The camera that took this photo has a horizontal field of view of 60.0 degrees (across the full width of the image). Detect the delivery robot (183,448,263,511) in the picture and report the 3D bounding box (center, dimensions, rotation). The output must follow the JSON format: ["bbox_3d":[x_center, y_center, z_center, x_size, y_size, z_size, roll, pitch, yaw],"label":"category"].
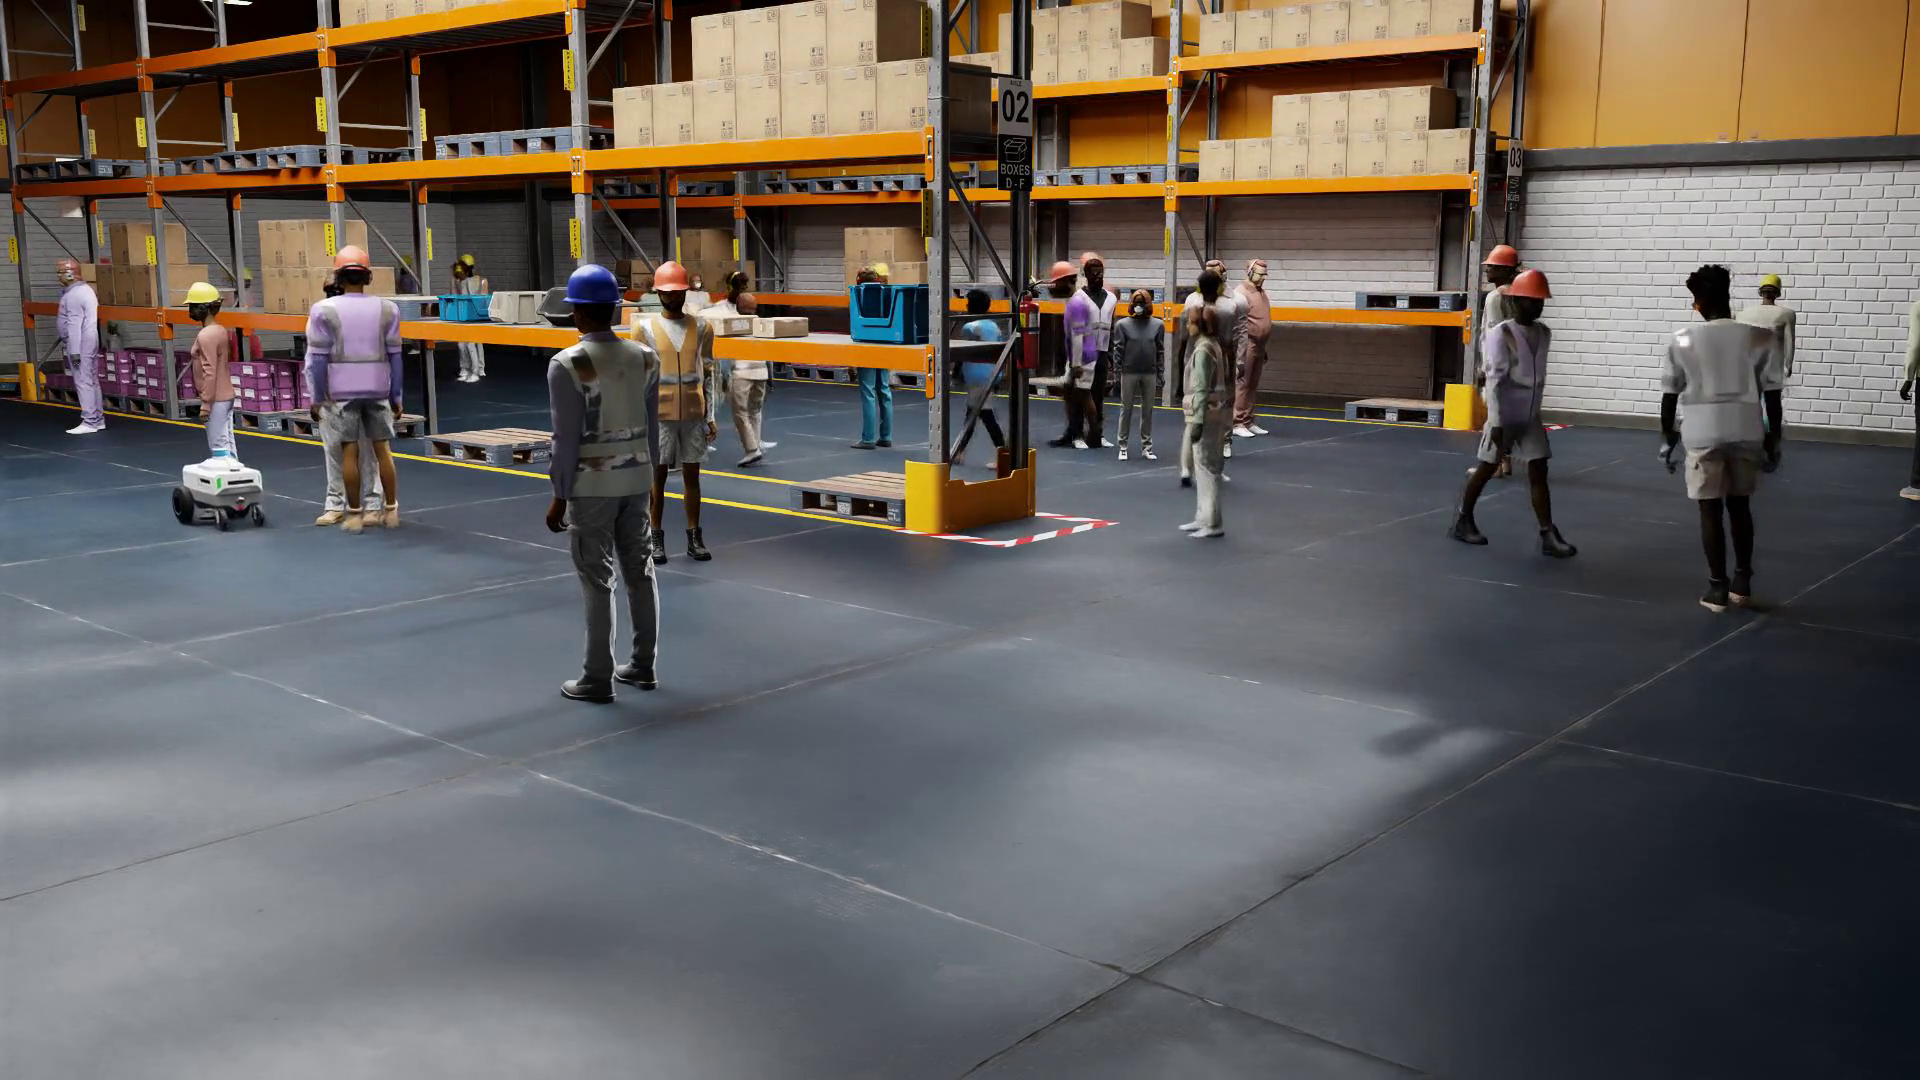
[{"bbox_3d":[-5.409,-0.430,12.191,0.477,0.478,0.707,-10,14,-44],"label":"delivery robot"}]

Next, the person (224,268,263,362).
[{"bbox_3d":[-9.829,-2.840,22.766,0.490,1.747,0.590,6,11,29],"label":"person"}]

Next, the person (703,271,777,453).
[{"bbox_3d":[-2.285,-1.741,16.413,1.005,1.797,0.541,4,11,20],"label":"person"}]

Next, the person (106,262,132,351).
[{"bbox_3d":[-13.568,-3.560,26.738,0.609,1.801,0.677,6,12,32],"label":"person"}]

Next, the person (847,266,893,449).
[{"bbox_3d":[-0.883,-1.827,16.757,0.393,1.839,0.563,10,14,44],"label":"person"}]

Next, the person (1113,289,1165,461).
[{"bbox_3d":[1.712,-1.569,15.875,0.508,1.631,0.274,-2,10,-9],"label":"person"}]

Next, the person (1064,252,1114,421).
[{"bbox_3d":[1.496,-2.354,19.353,0.636,1.977,0.426,-3,10,-18],"label":"person"}]

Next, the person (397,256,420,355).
[{"bbox_3d":[-10.411,-4.460,31.645,0.685,1.876,0.658,-9,14,-43],"label":"person"}]

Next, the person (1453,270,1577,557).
[{"bbox_3d":[3.703,-0.849,11.083,0.566,1.883,1.014,-5,11,-26],"label":"person"}]

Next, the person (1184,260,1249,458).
[{"bbox_3d":[2.440,-1.737,16.056,0.652,1.906,0.403,4,11,21],"label":"person"}]

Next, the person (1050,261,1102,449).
[{"bbox_3d":[1.173,-1.854,16.754,0.528,1.890,0.584,-1,10,-6],"label":"person"}]

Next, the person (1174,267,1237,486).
[{"bbox_3d":[2.093,-1.370,14.191,0.548,1.899,0.502,5,11,25],"label":"person"}]

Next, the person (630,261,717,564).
[{"bbox_3d":[-1.829,-0.814,10.708,0.552,1.937,0.356,-4,11,-23],"label":"person"}]

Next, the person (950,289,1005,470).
[{"bbox_3d":[0.141,-1.474,15.270,0.875,1.644,0.533,6,11,30],"label":"person"}]

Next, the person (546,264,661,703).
[{"bbox_3d":[-1.591,-0.246,7.444,0.389,1.949,0.604,7,12,36],"label":"person"}]

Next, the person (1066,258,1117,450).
[{"bbox_3d":[1.327,-1.875,16.804,0.592,1.919,0.392,-6,12,-33],"label":"person"}]

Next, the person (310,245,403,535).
[{"bbox_3d":[-4.265,-1.055,11.787,0.615,2.043,0.392,-6,12,-32],"label":"person"}]

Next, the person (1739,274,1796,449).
[{"bbox_3d":[8.068,-1.777,16.681,0.533,1.767,0.326,5,11,27],"label":"person"}]

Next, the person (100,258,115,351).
[{"bbox_3d":[-13.158,-3.345,25.339,0.554,1.878,1.056,4,11,23],"label":"person"}]

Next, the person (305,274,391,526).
[{"bbox_3d":[-4.460,-1.013,12.117,0.623,1.843,0.430,1,10,5],"label":"person"}]

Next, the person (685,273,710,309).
[{"bbox_3d":[-4.092,-3.321,25.850,0.499,1.633,0.286,-8,13,-38],"label":"person"}]

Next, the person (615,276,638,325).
[{"bbox_3d":[-3.997,-2.247,19.554,0.316,1.695,0.542,7,12,33],"label":"person"}]

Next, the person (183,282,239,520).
[{"bbox_3d":[-5.606,-1.037,12.472,0.312,1.768,0.529,-2,10,-14],"label":"person"}]

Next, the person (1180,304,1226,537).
[{"bbox_3d":[1.710,-0.833,11.684,0.311,1.641,0.521,3,10,15],"label":"person"}]

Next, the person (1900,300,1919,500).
[{"bbox_3d":[7.884,-1.301,13.345,0.608,1.985,0.394,2,10,9],"label":"person"}]

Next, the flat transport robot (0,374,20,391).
[{"bbox_3d":[-13.173,-2.196,23.318,1.431,0.197,0.652,3,11,18],"label":"flat transport robot"}]

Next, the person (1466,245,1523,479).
[{"bbox_3d":[4.740,-1.564,14.665,0.363,2.048,0.608,8,13,38],"label":"person"}]

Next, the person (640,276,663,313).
[{"bbox_3d":[-4.616,-3.234,25.443,0.513,1.606,0.504,-3,10,-17],"label":"person"}]

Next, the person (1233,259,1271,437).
[{"bbox_3d":[3.149,-2.062,17.929,0.404,1.902,0.636,7,12,35],"label":"person"}]

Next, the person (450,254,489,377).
[{"bbox_3d":[-7.718,-3.530,26.203,0.594,1.926,0.366,-3,10,-14],"label":"person"}]

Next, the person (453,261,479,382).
[{"bbox_3d":[-7.456,-3.310,25.272,0.362,1.838,0.567,-9,13,-41],"label":"person"}]

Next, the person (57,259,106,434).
[{"bbox_3d":[-9.651,-2.110,18.213,0.400,1.902,0.647,-2,10,-13],"label":"person"}]

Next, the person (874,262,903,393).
[{"bbox_3d":[-1.101,-2.963,23.277,0.639,1.818,0.431,-9,14,-42],"label":"person"}]

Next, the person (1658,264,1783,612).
[{"bbox_3d":[4.271,-0.569,9.375,0.643,1.913,0.566,2,10,12],"label":"person"}]

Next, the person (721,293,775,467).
[{"bbox_3d":[-1.941,-1.503,15.578,0.543,1.610,0.547,-8,13,-38],"label":"person"}]
